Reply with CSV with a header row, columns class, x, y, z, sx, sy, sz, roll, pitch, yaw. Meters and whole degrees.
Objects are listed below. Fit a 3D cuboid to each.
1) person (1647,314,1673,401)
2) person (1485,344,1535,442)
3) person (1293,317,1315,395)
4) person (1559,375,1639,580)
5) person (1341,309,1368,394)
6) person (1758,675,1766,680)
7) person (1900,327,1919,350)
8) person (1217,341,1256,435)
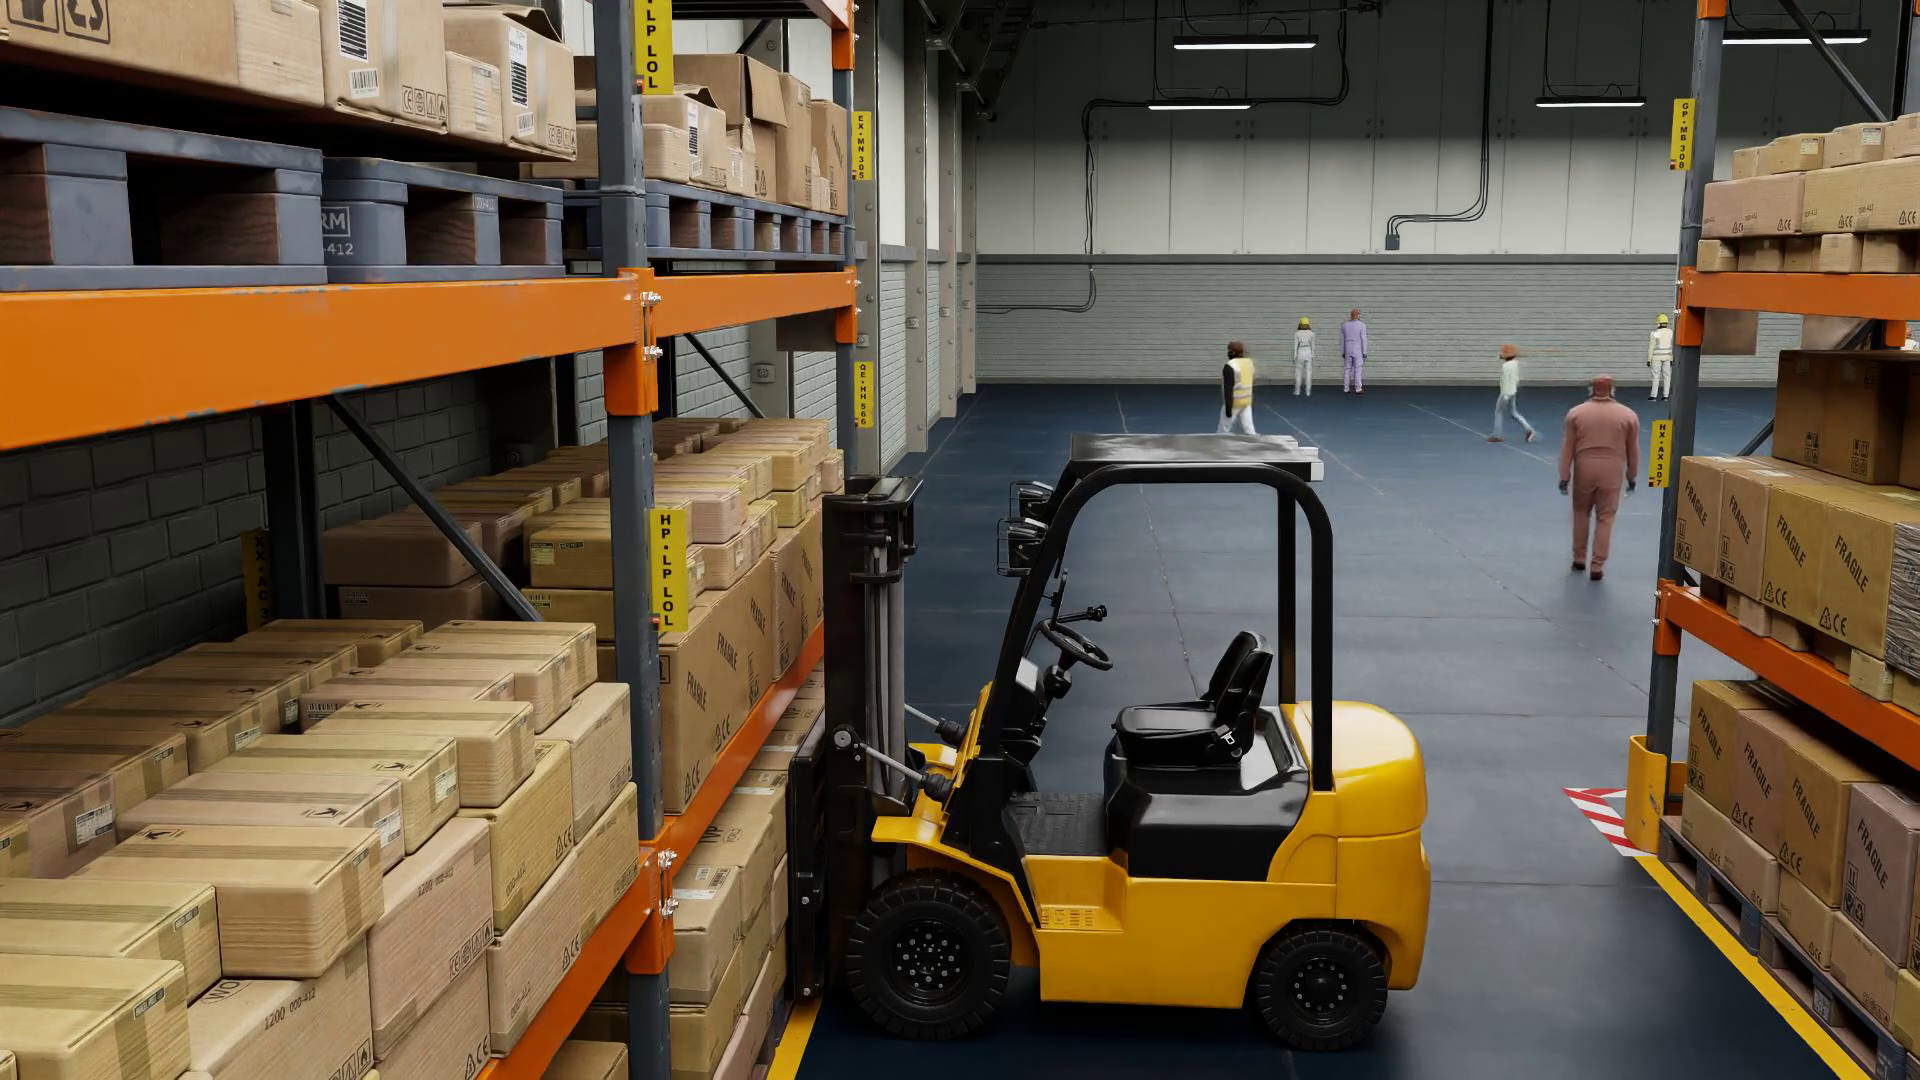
class,x,y,z,sx,sy,sz,roll,pitch,yaw
person,14.814,-3.844,35.155,0.587,1.836,0.404,-1,9,-3
person,8.897,-2.358,26.830,0.718,1.609,0.511,8,12,40
person,7.596,-4.062,36.768,0.489,1.740,0.307,0,9,-3
person,5.926,-0.599,15.431,0.673,1.853,0.913,4,10,22
person,8.817,-4.207,37.141,0.640,1.910,0.407,9,13,43
person,4.964,0.299,9.744,0.443,1.941,0.635,-8,12,-40
person,18.860,-3.431,33.244,0.521,1.638,0.311,1,9,6
person,3.926,-1.950,23.827,0.657,1.790,0.965,-8,12,-41
